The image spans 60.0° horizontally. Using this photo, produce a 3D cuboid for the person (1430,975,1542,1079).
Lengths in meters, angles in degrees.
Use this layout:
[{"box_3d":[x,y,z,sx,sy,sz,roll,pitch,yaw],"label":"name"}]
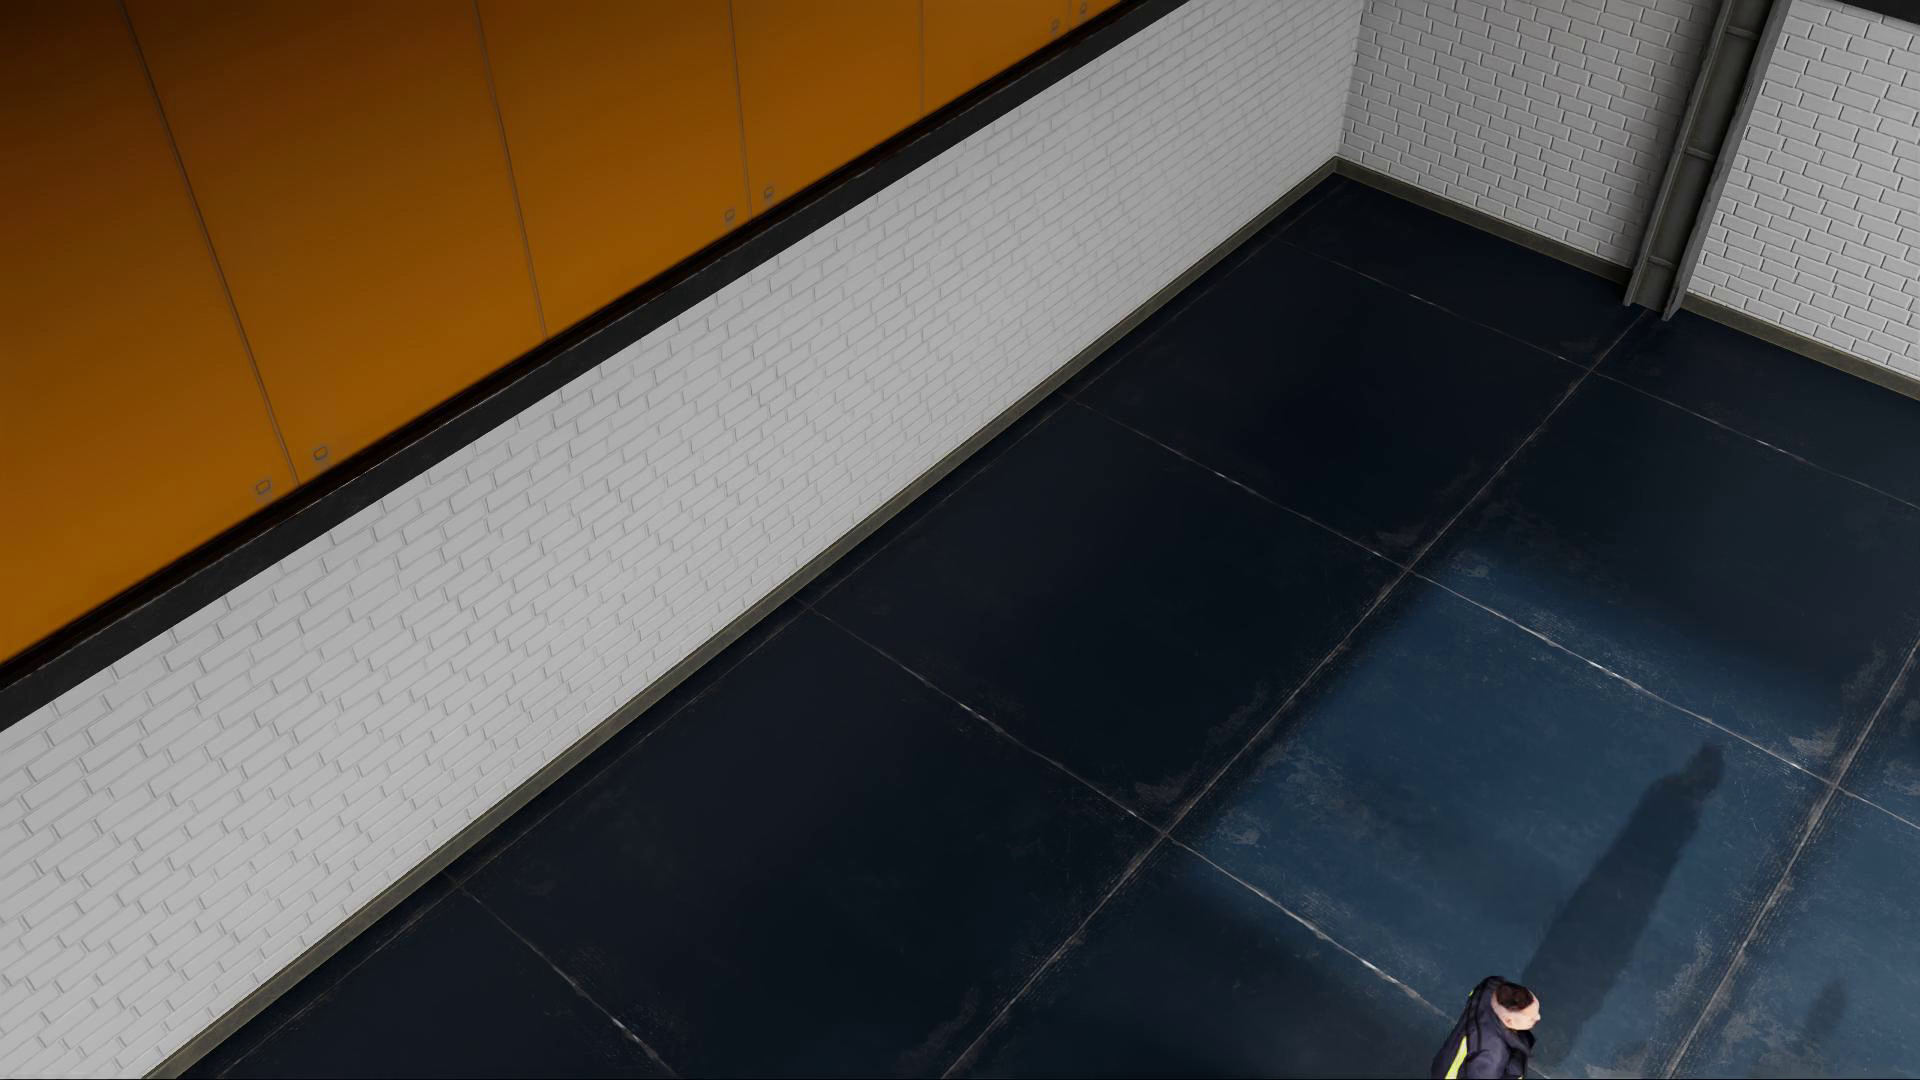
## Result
[{"box_3d":[2.404,2.581,7.972,1.063,1.842,0.966,10,45,11],"label":"person"}]
